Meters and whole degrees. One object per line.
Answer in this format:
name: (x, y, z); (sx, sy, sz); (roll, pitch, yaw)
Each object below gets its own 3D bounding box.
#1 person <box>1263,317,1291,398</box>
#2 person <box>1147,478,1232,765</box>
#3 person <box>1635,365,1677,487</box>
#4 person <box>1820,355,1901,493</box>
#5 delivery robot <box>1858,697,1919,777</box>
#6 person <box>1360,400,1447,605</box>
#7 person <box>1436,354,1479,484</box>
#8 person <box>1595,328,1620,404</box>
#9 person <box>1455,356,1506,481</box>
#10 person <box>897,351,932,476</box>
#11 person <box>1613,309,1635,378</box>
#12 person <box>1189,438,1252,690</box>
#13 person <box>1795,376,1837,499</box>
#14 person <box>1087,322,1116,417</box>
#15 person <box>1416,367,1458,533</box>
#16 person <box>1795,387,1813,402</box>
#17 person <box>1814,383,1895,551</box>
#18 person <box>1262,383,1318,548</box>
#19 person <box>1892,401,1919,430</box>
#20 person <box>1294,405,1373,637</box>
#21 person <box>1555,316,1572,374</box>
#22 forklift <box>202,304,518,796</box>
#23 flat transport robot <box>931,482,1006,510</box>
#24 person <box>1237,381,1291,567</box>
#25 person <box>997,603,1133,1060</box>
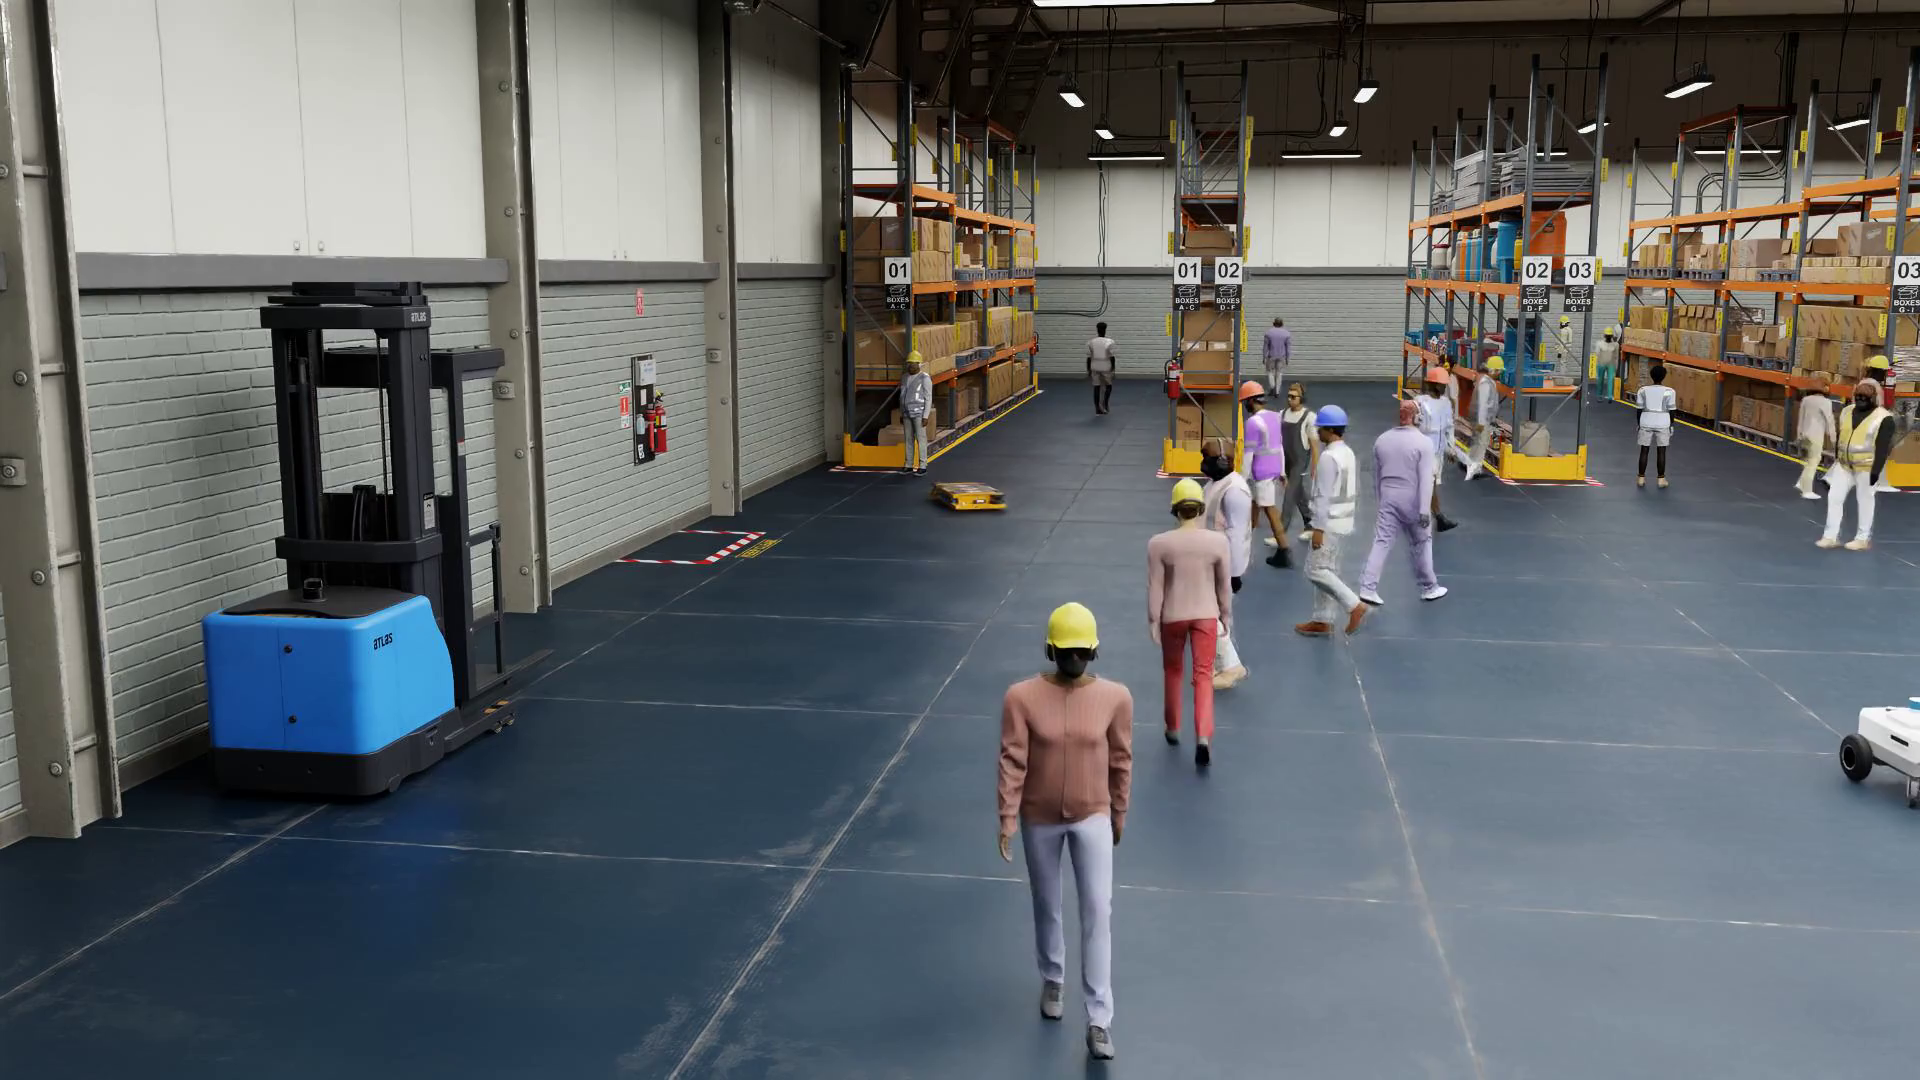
person: (7.495, -4.325, 39.398); (0.656, 1.922, 0.445); (0, 9, 1)
person: (1.424, 0.487, 10.312); (0.531, 1.738, 0.847); (1, 9, 5)
person: (9.706, -1.590, 23.217); (0.540, 1.700, 0.316); (6, 11, 35)
person: (12.310, -1.583, 22.665); (0.992, 1.882, 0.598); (1, 9, 6)
delivery robot: (5.541, 1.157, 9.640); (0.477, 0.478, 0.707); (0, 9, 0)
person: (4.014, -0.338, 15.037); (1.013, 1.856, 0.672); (-7, 12, -38)
person: (6.970, -1.708, 23.551); (0.744, 1.843, 0.598); (2, 9, 13)
person: (14.711, -3.973, 37.876); (0.544, 1.717, 0.928); (2, 10, 15)
person: (7.543, -1.761, 24.003); (0.588, 1.800, 0.628); (4, 10, 21)
person: (-0.681, -1.864, 24.496); (0.591, 1.835, 0.403); (8, 12, 42)
person: (16.816, -4.764, 41.876); (0.688, 2.000, 0.536); (8, 12, 42)
person: (1.845, 0.181, 11.910); (0.449, 1.827, 0.645); (-1, 9, -5)
person: (11.330, -1.350, 22.008); (0.375, 1.621, 0.521); (-1, 9, -6)
person: (2.946, -3.549, 34.509); (0.633, 1.951, 0.505); (3, 10, 20)
person: (5.515, -1.038, 19.205); (0.585, 1.891, 0.957); (-5, 11, -30)
person: (16.342, -3.182, 32.002); (0.647, 2.030, 0.459); (2, 9, 13)
person: (9.576, -0.768, 17.815); (0.764, 1.809, 0.639); (-5, 10, -28)
person: (3.691, -0.838, 18.322); (0.991, 1.799, 0.514); (-6, 11, -35)
person: (16.530, -2.652, 28.997); (0.384, 1.951, 0.605); (-3, 10, -20)
person: (3.056, -0.138, 13.552); (0.581, 1.929, 0.633); (4, 10, 25)
person: (15.804, -4.959, 43.592); (0.404, 1.833, 0.590); (6, 11, 34)
forklift: (-3.673, -0.038, 10.147); (1.129, 2.768, 1.873); (1, 9, 9)
flat transport robot: (0.094, -0.582, 21.526); (0.652, 0.197, 1.431); (-2, 9, -13)
person: (3.026, -0.688, 17.118); (0.980, 1.869, 0.604); (7, 12, 37)
person: (0.412, 1.113, 6.457); (0.533, 1.734, 0.836); (0, 9, 2)
